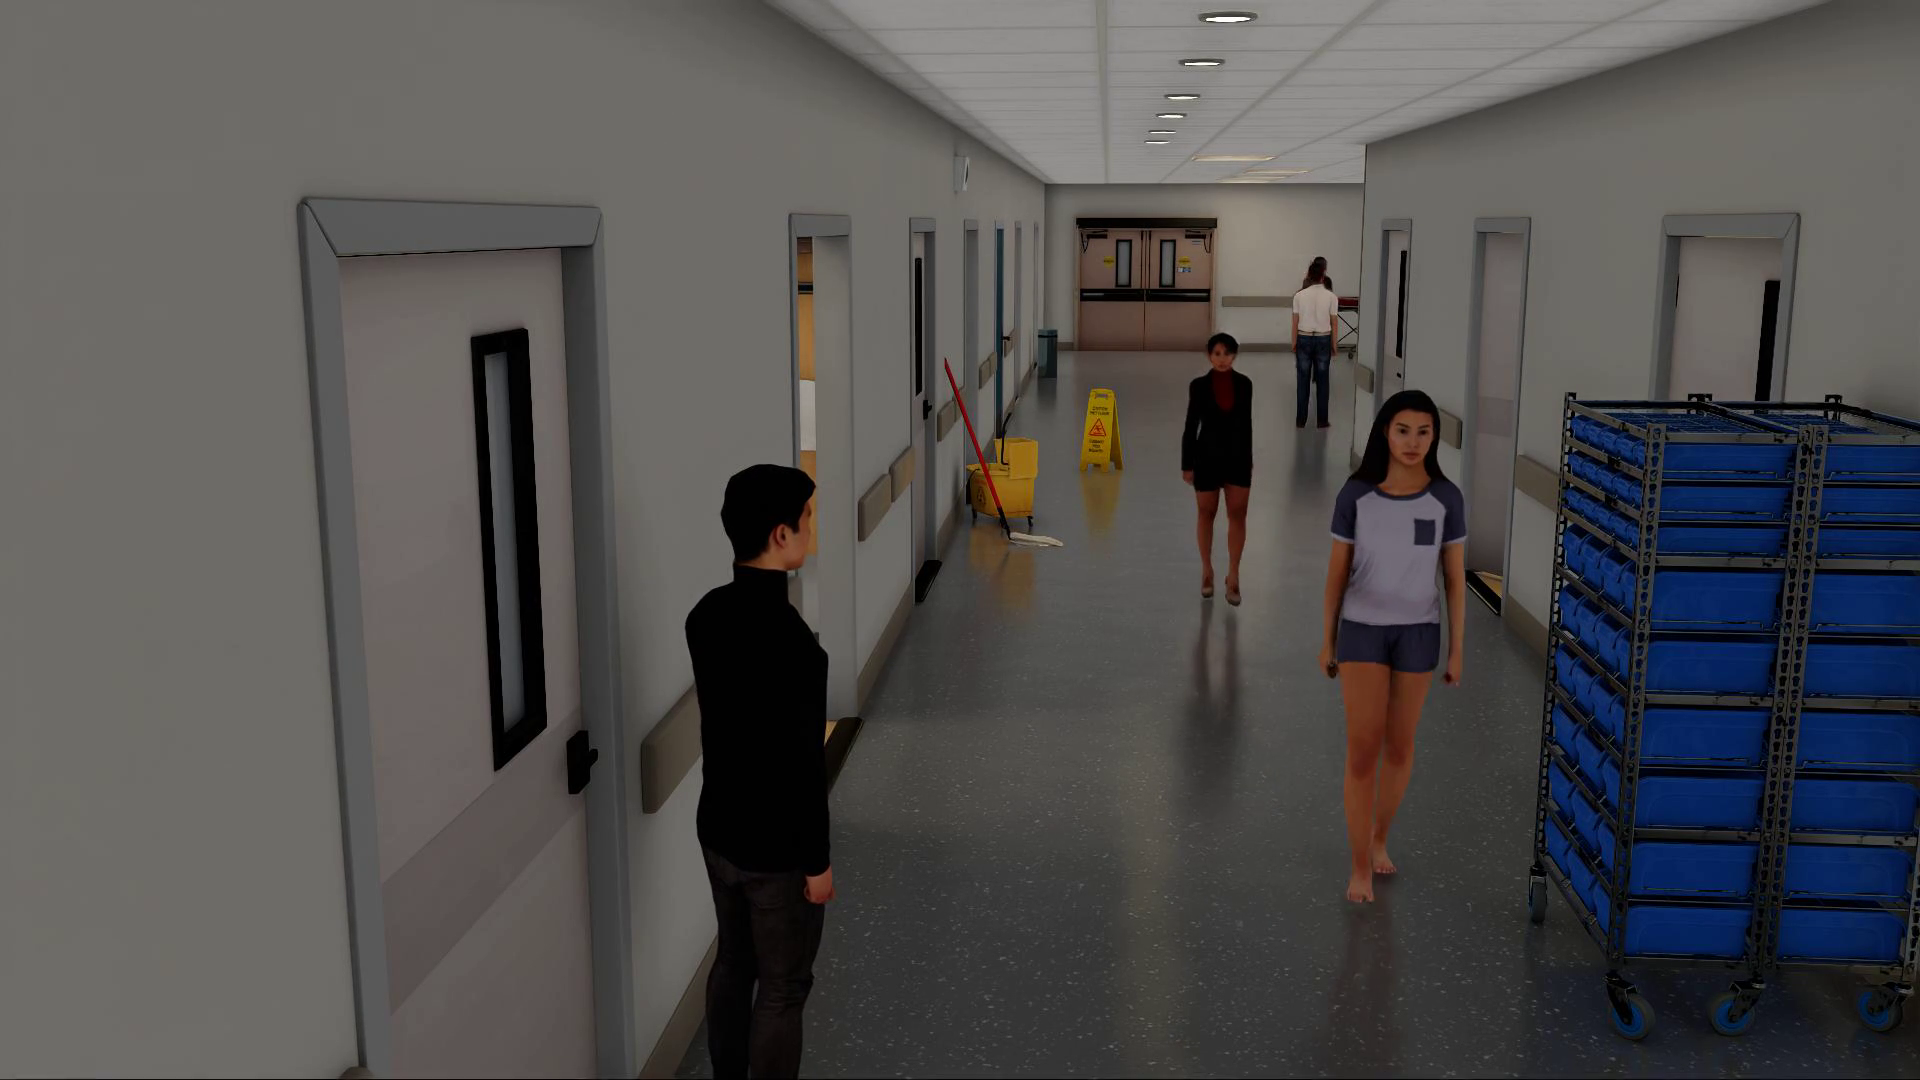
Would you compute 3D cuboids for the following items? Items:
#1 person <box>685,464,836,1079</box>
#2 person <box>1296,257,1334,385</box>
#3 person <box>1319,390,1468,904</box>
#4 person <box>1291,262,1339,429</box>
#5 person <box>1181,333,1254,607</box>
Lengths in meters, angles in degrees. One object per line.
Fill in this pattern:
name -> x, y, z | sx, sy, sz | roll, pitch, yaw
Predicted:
person -> -0.478, 0.672, 3.997 | 0.774, 1.721, 0.700 | -8, 13, -36
person -> 5.040, -3.126, 23.698 | 0.905, 1.797, 0.972 | -7, 13, -32
person -> 1.481, 0.339, 5.774 | 0.613, 1.711, 0.805 | 1, 11, 4
person -> 3.994, -2.204, 18.793 | 0.697, 1.855, 0.614 | 3, 11, 14
person -> 1.565, -0.430, 10.072 | 0.592, 1.621, 0.717 | 1, 11, 4
